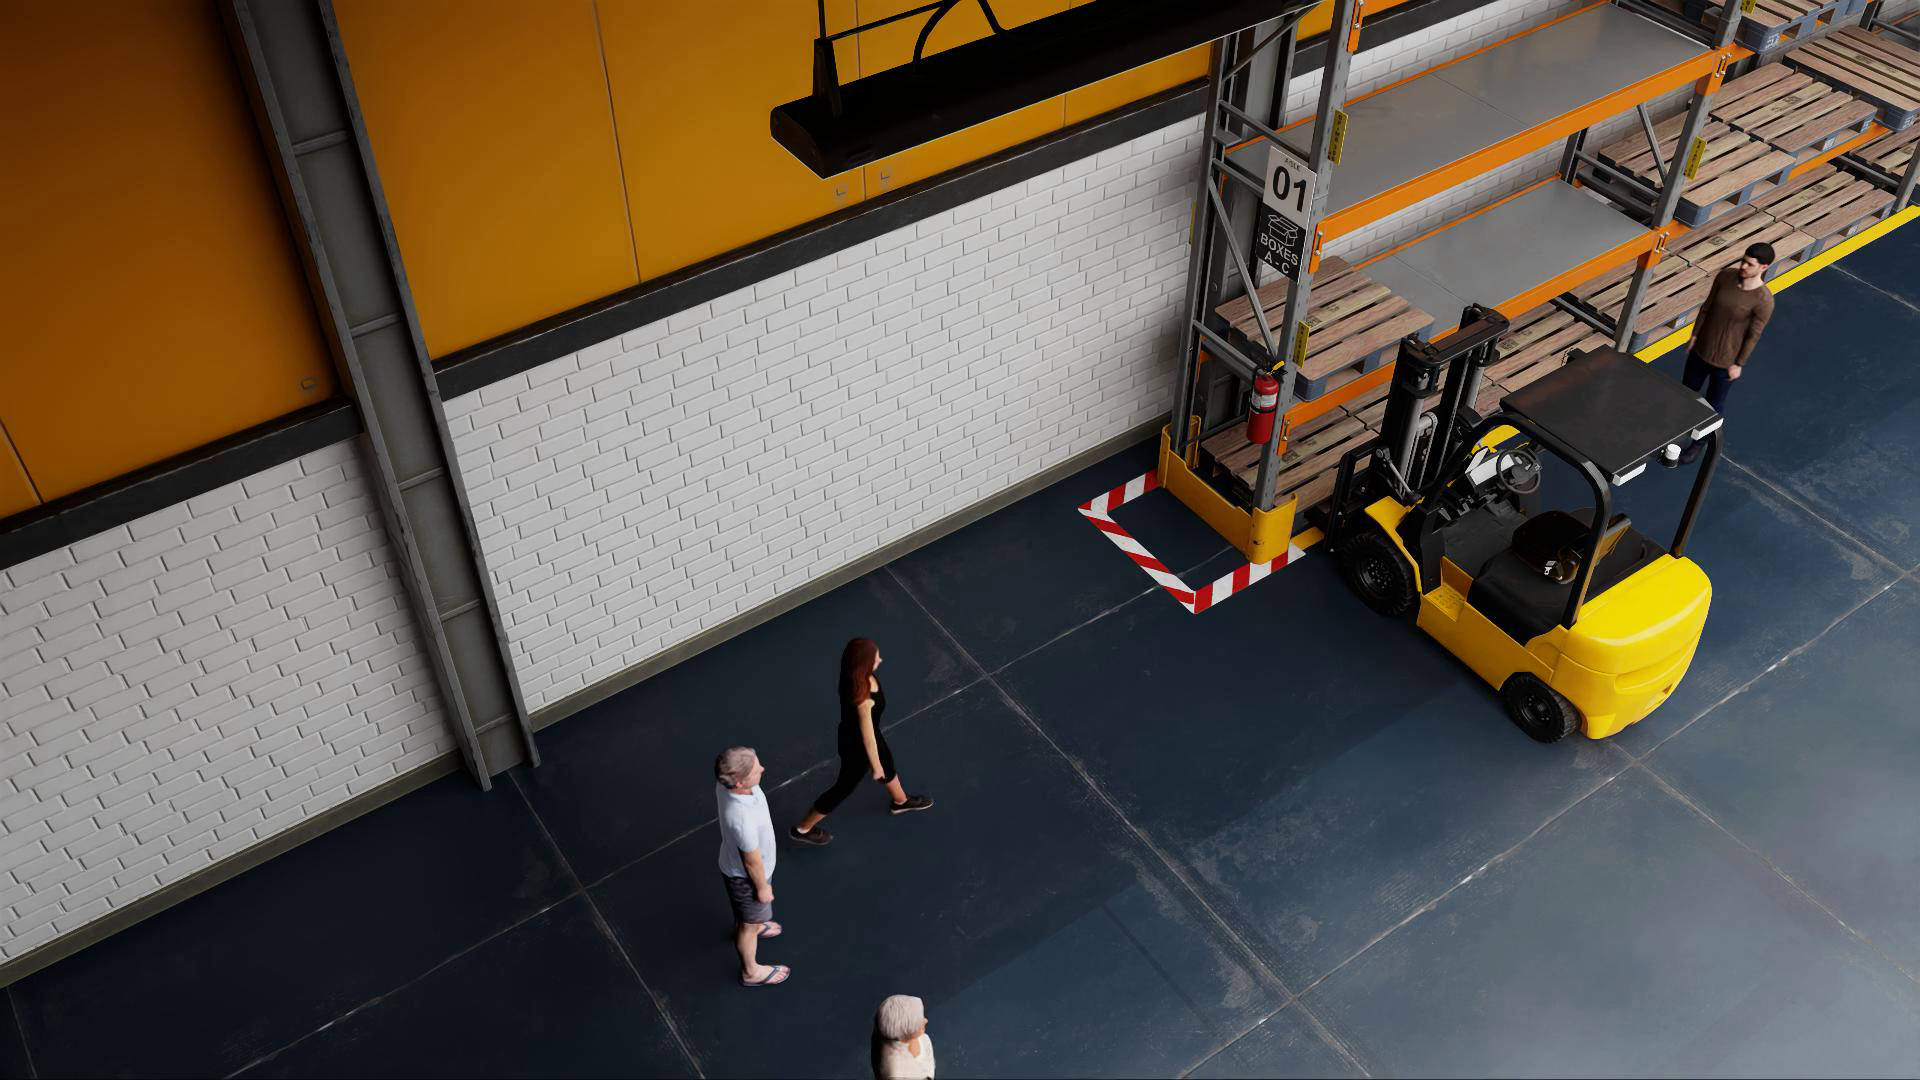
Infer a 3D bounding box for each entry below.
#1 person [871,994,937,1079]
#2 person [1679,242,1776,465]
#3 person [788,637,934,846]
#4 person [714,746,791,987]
[{"bbox_3d":[-0.381,2.740,8.100,1.159,1.718,0.971,-4,44,-4],"label":"person"},{"bbox_3d":[5.638,-1.410,12.332,0.579,1.888,0.655,-23,48,-22],"label":"person"},{"bbox_3d":[-0.687,1.214,9.728,1.224,1.681,0.918,-8,44,-8],"label":"person"},{"bbox_3d":[-1.170,1.751,9.057,0.692,1.830,0.713,-7,44,-7],"label":"person"}]
